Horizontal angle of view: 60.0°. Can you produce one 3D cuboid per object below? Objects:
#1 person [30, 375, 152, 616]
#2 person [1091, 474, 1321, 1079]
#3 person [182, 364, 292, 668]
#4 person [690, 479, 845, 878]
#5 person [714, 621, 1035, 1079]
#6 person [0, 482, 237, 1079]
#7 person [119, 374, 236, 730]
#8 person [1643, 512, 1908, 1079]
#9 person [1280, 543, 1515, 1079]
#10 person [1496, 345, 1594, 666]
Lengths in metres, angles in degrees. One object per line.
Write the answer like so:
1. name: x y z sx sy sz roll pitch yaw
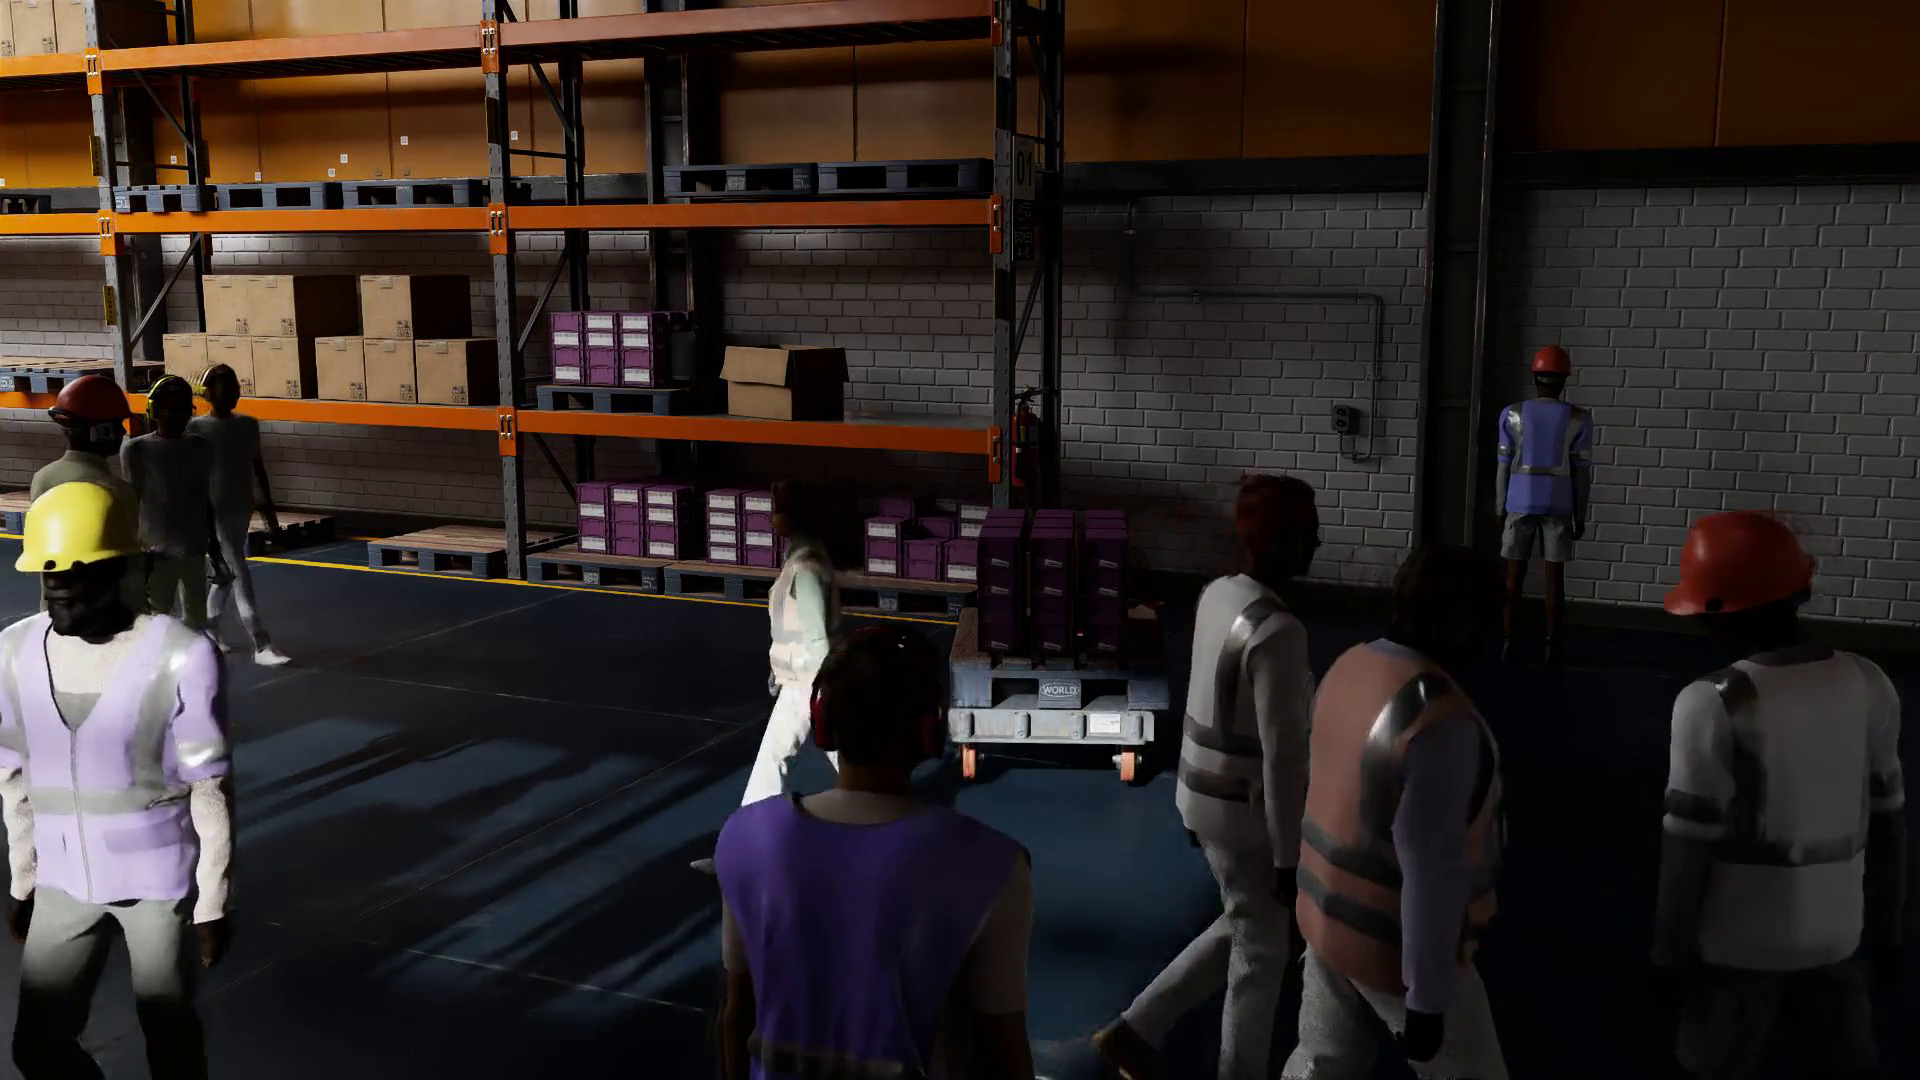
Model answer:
1. person: -3.410 0.339 6.625 0.608 1.987 0.404 5 11 30
2. person: 0.708 0.747 4.510 0.508 1.868 0.576 -1 10 -6
3. person: -4.436 -0.162 10.122 0.962 1.826 0.540 5 11 30
4. person: -0.592 0.544 6.558 0.891 1.595 0.528 -1 10 -4
5. person: -0.152 1.054 2.778 0.586 1.828 0.522 4 10 22
6. person: -2.030 0.815 3.958 0.609 1.912 0.502 1 9 3
7. person: -3.967 0.092 8.453 0.327 1.865 0.521 6 11 31
8. person: 1.904 0.871 3.745 0.771 1.893 0.344 -2 10 -10
9. person: 1.060 0.902 3.765 0.780 1.803 0.659 -2 10 -12
10. person: 3.518 -0.207 10.053 0.540 1.929 0.382 4 10 21
